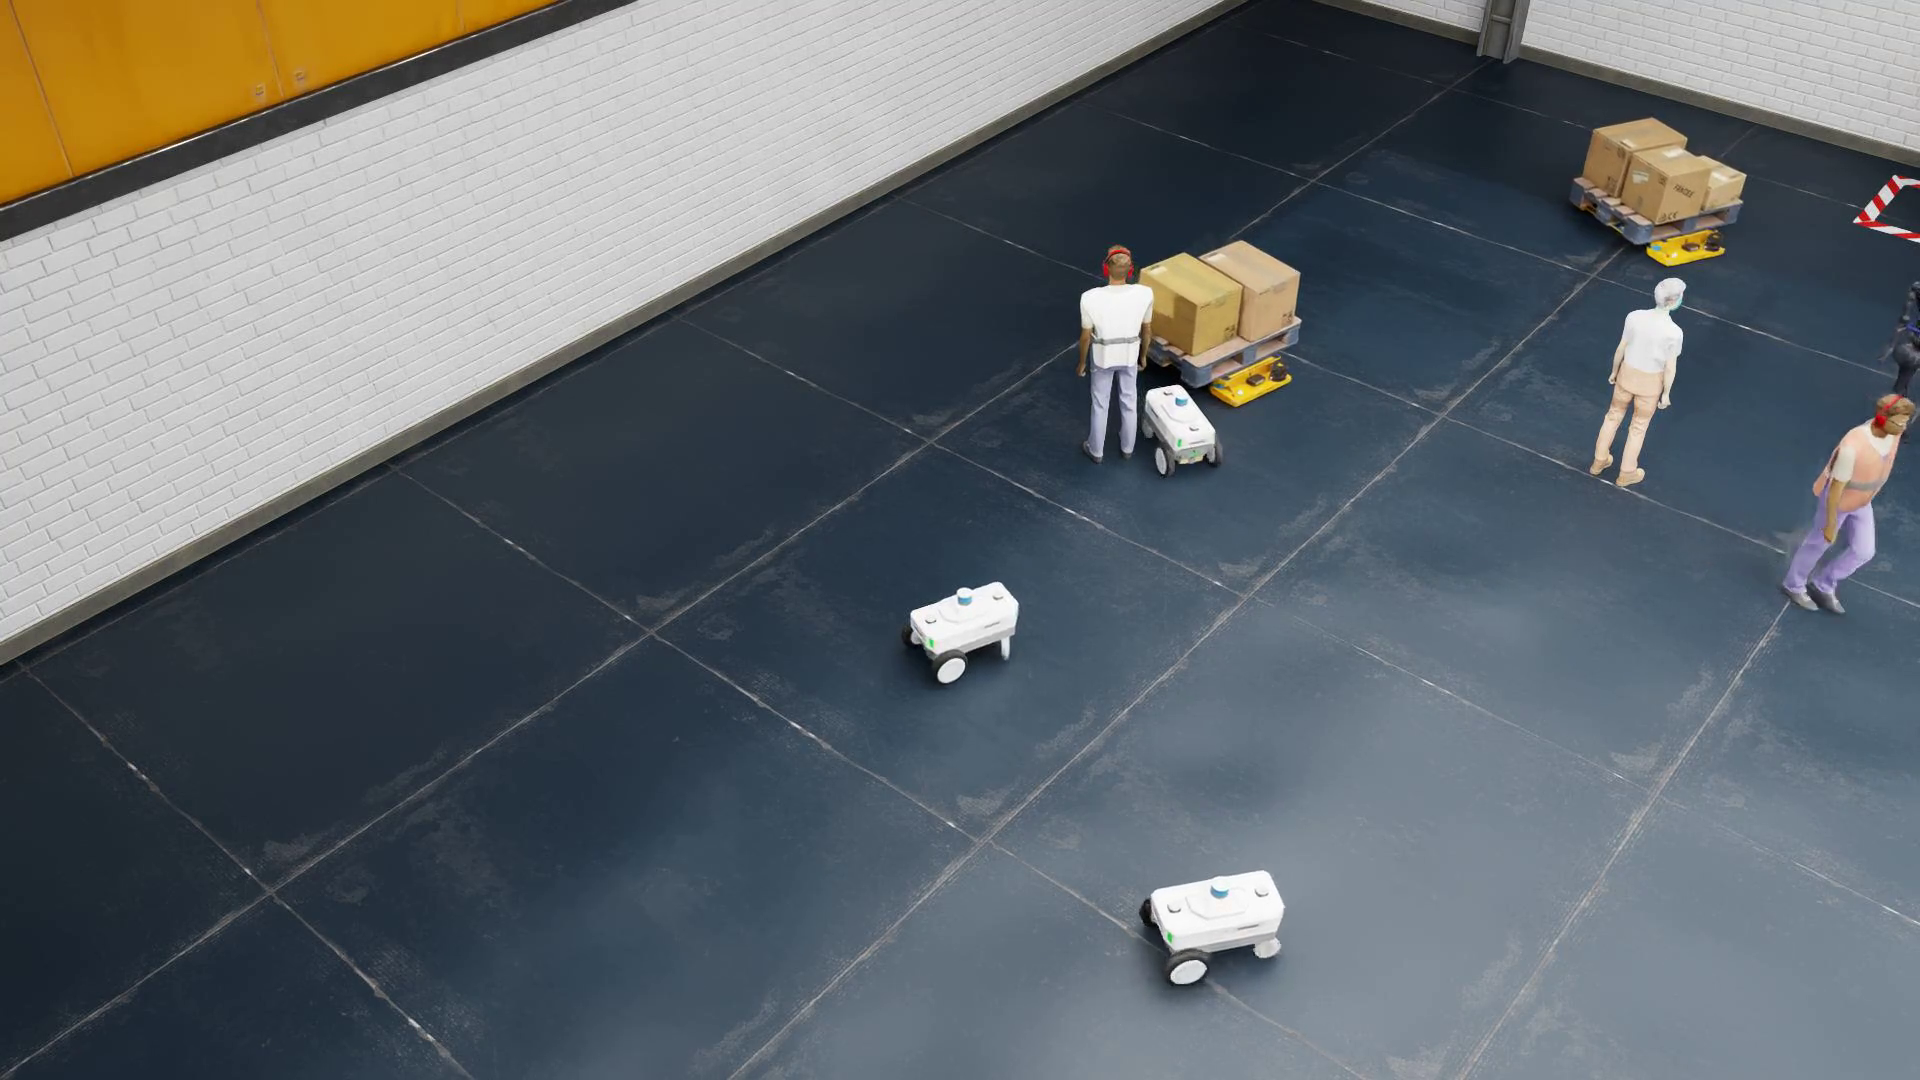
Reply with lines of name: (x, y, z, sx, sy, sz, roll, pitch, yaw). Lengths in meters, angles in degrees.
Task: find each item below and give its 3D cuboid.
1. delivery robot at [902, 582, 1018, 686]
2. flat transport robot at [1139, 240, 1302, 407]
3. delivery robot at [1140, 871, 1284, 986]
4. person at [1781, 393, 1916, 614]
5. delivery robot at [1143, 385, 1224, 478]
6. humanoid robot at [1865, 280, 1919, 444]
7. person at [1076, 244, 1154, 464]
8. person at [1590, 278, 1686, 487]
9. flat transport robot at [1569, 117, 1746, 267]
delivery robot: (0.007, 0.599, 11.320, 0.773, 0.601, 0.513, -19, 42, -22)
flat transport robot: (2.116, -1.630, 14.310, 0.659, 0.231, 1.431, -25, 45, -28)
delivery robot: (1.433, 2.133, 9.400, 0.768, 0.581, 0.499, -8, 40, -10)
person: (6.075, -0.209, 11.301, 0.582, 1.821, 0.585, -20, 43, -23)
delivery robot: (1.740, -0.878, 13.162, 0.499, 0.612, 0.814, -11, 40, -13)
humanoid robot: (7.575, -1.595, 13.166, 0.593, 1.639, 0.620, -12, 40, -15)
person: (1.177, -1.388, 12.752, 0.563, 1.847, 0.395, -5, 39, -6)
person: (5.156, -1.200, 12.600, 0.304, 1.742, 0.488, -29, 47, -31)
flat transport robot: (6.669, -3.103, 16.138, 0.659, 0.231, 1.431, -14, 41, -17)
